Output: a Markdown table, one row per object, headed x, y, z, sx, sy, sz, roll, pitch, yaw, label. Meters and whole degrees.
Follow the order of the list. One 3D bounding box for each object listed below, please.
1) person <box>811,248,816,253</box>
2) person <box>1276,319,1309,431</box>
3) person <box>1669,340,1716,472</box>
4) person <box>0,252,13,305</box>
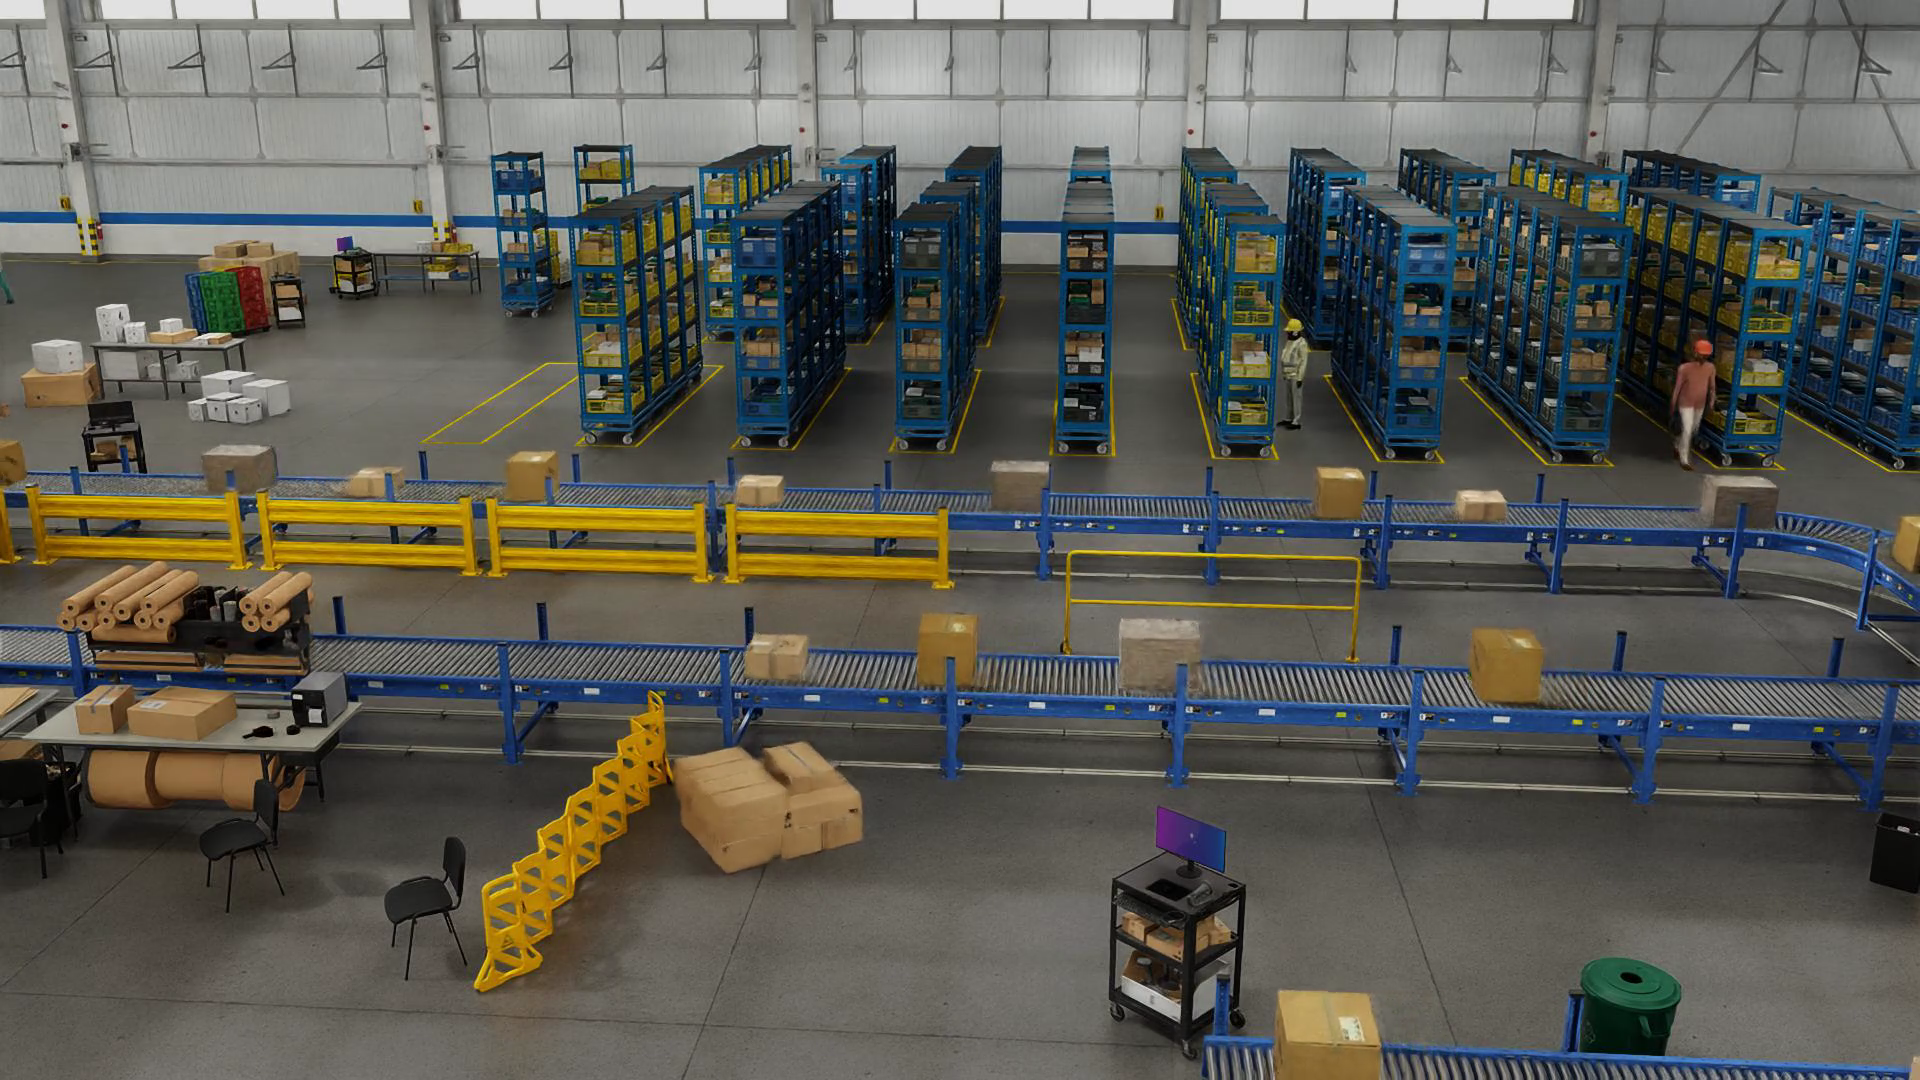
| x | y | z | sx | sy | sz | roll | pitch | yaw | label |
| --- | --- | --- | --- | --- | --- | --- | --- | --- | --- |
| -3.489 | -6.719 | 39.856 | 0.389 | 1.847 | 0.563 | -2 | 18 | -5 | person |
| 5.438 | -2.699 | 27.132 | 0.404 | 1.828 | 0.591 | -4 | 18 | -13 | person |
| 10.918 | -2.058 | 24.903 | 0.645 | 1.959 | 0.844 | -4 | 18 | -11 | person |
| -22.494 | -6.295 | 38.721 | 0.539 | 1.722 | 0.910 | 2 | 18 | 6 | person |
